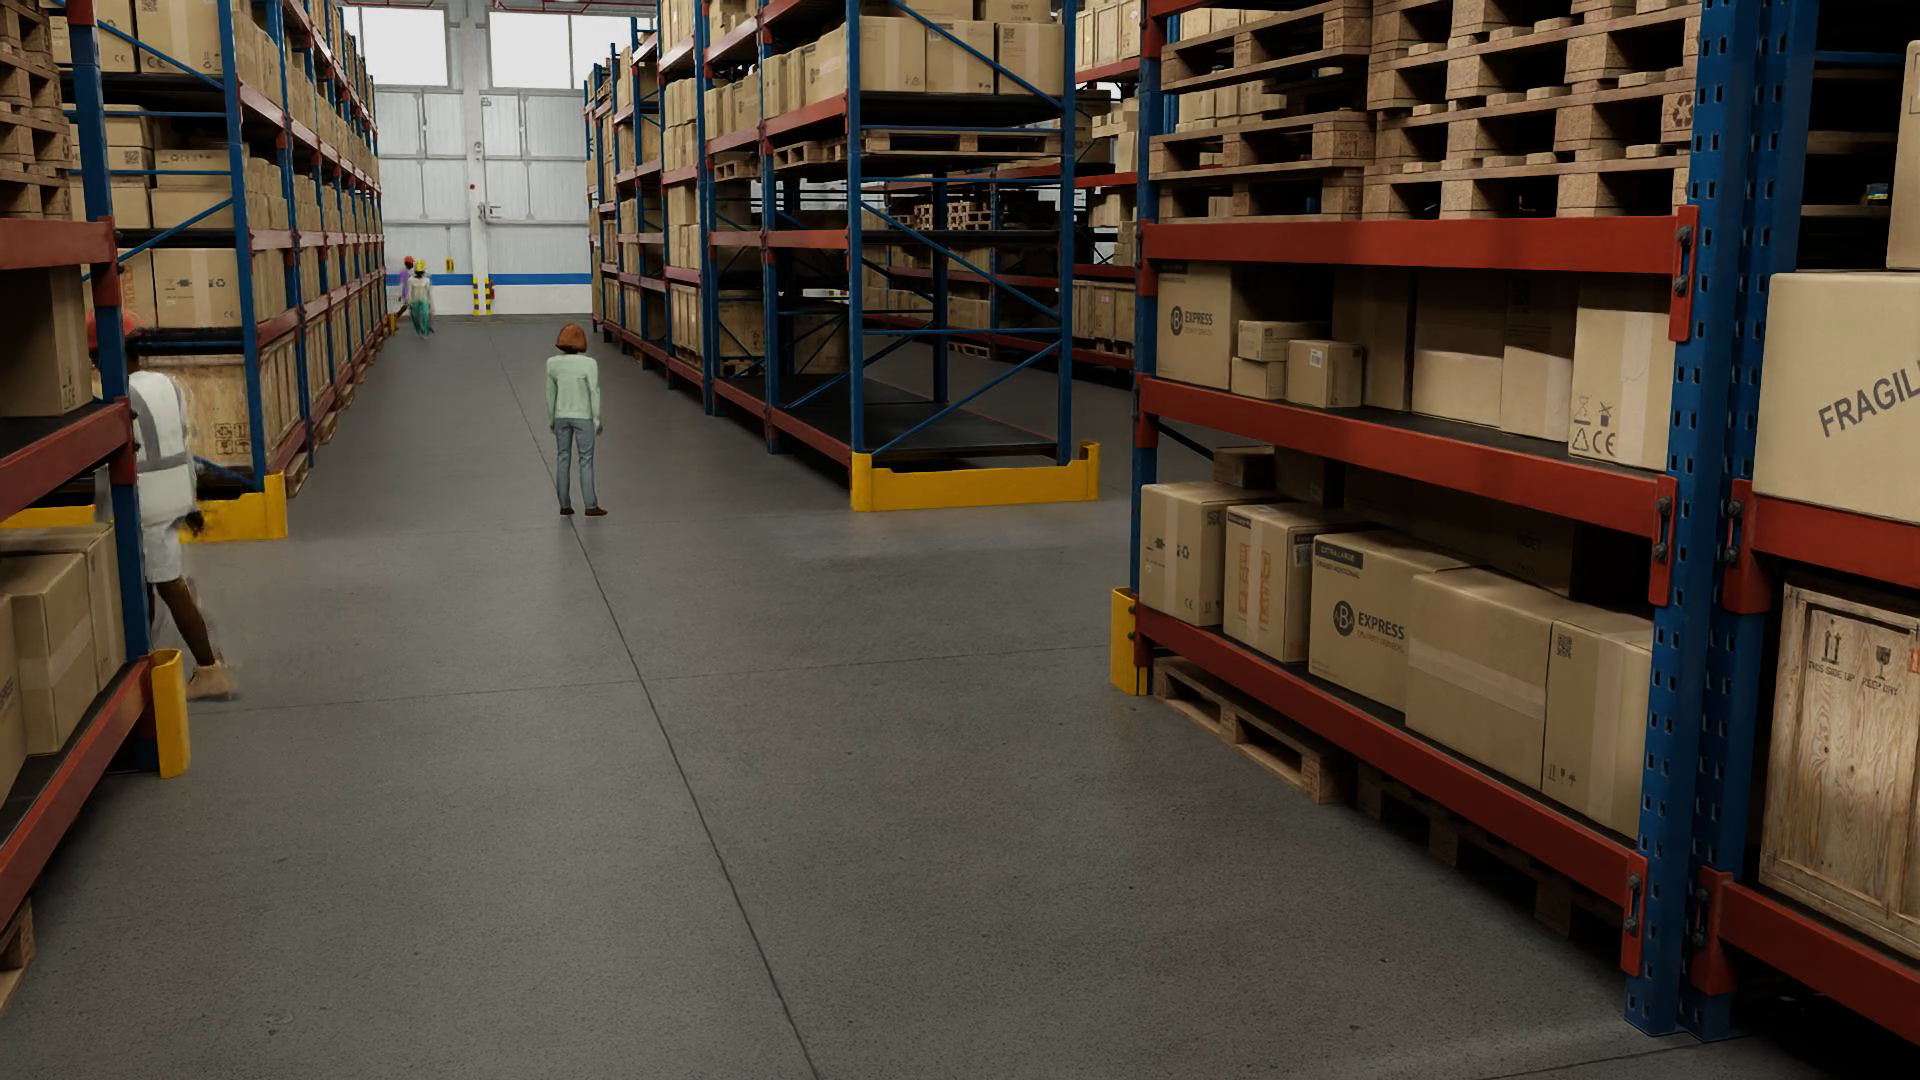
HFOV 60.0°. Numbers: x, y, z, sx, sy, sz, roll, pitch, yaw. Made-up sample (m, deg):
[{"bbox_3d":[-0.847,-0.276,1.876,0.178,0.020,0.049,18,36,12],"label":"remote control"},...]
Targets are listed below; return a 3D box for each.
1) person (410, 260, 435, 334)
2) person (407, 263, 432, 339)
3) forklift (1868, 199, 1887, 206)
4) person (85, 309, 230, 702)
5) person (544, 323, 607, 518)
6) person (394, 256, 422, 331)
[{"bbox_3d":[-12.929,-5.849,40.103,0.441,1.801,0.600,9,14,40],"label":"person"},{"bbox_3d":[-12.494,-5.524,38.455,0.542,1.748,0.603,-3,11,-18],"label":"person"},{"bbox_3d":[11.338,-2.915,21.052,1.129,2.768,1.873,-3,11,-17],"label":"forklift"},{"bbox_3d":[-4.162,-0.147,8.289,0.947,1.997,0.633,0,10,1],"label":"person"},{"bbox_3d":[-3.233,-0.998,13.962,0.499,1.632,0.285,3,11,16],"label":"person"},{"bbox_3d":[-13.922,-6.188,41.737,1.024,1.892,0.561,0,10,0],"label":"person"}]
